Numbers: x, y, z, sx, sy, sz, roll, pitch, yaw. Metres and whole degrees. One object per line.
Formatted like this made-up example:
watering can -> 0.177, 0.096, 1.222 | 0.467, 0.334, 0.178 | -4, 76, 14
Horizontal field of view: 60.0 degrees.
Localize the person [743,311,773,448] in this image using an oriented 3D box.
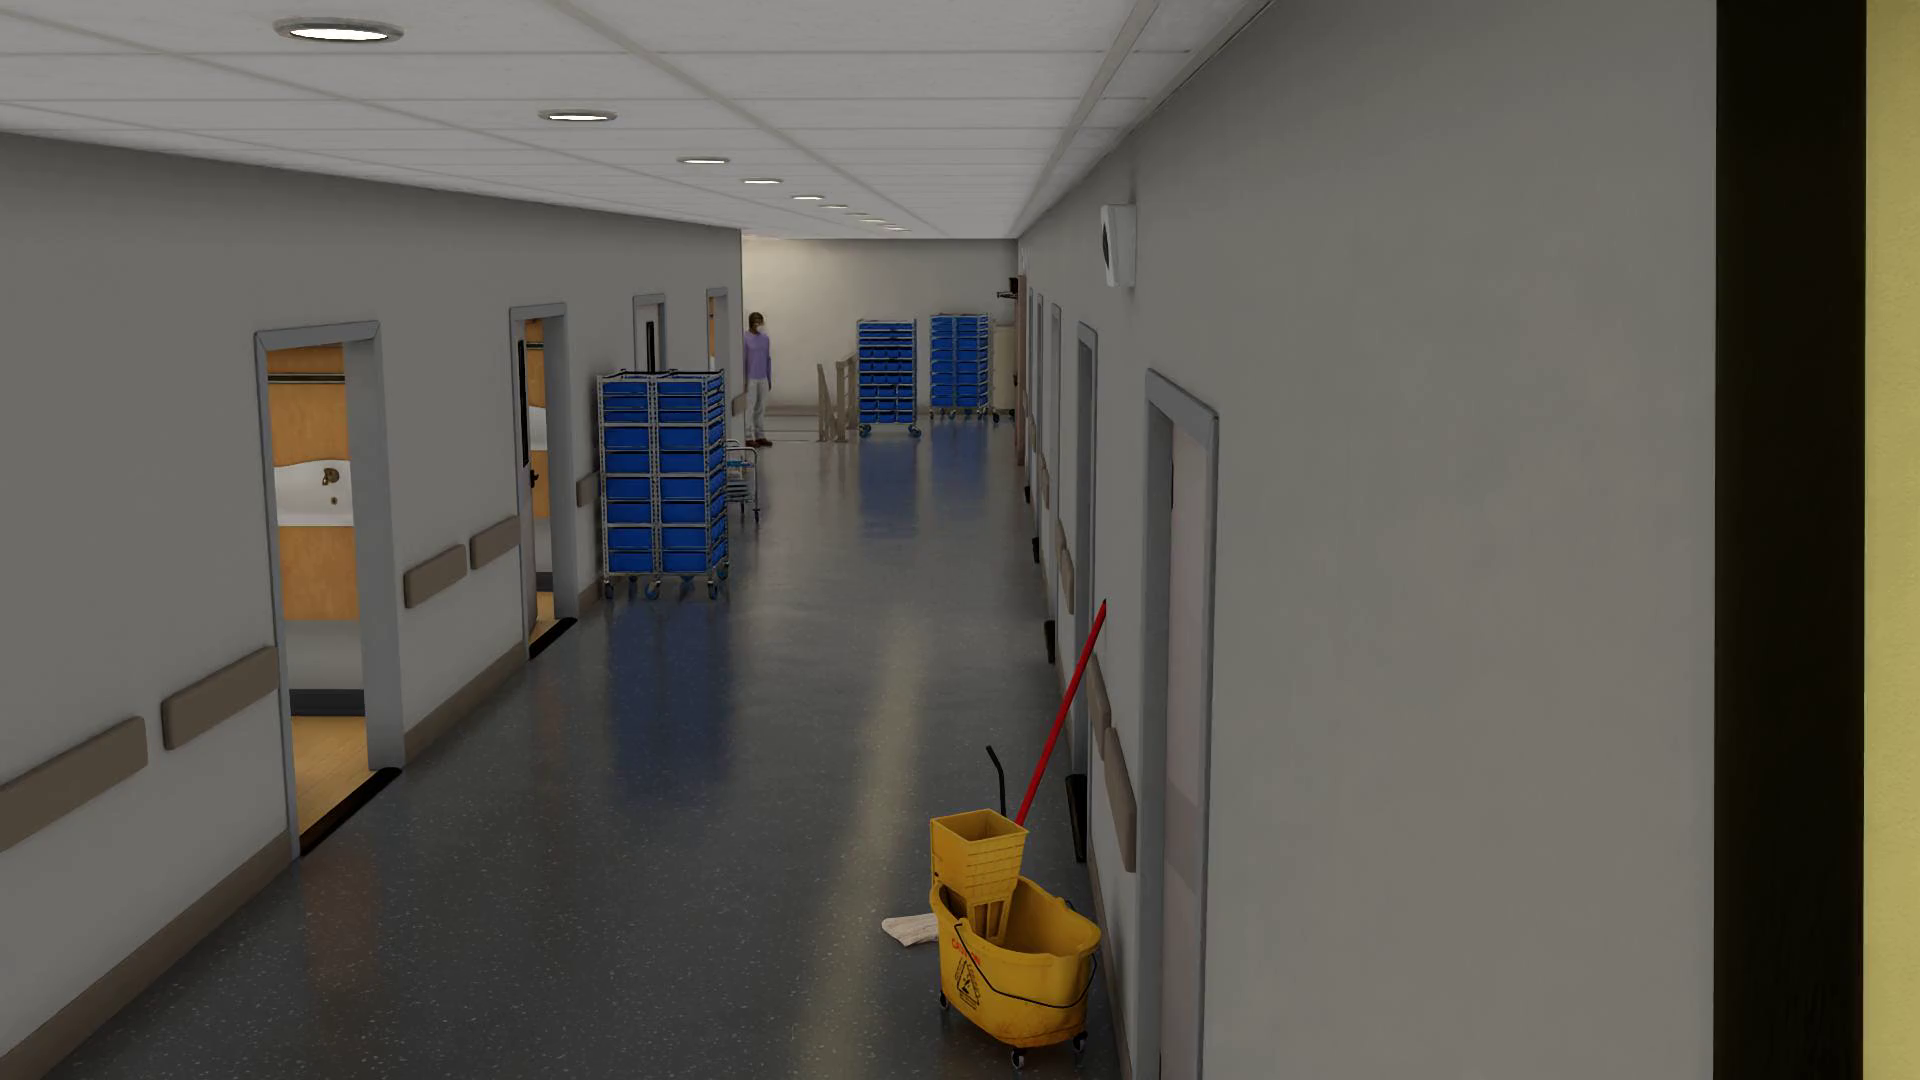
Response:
person -> -2.911, -2.279, 23.653 | 0.380, 1.933, 0.624 | 7, 12, 37
